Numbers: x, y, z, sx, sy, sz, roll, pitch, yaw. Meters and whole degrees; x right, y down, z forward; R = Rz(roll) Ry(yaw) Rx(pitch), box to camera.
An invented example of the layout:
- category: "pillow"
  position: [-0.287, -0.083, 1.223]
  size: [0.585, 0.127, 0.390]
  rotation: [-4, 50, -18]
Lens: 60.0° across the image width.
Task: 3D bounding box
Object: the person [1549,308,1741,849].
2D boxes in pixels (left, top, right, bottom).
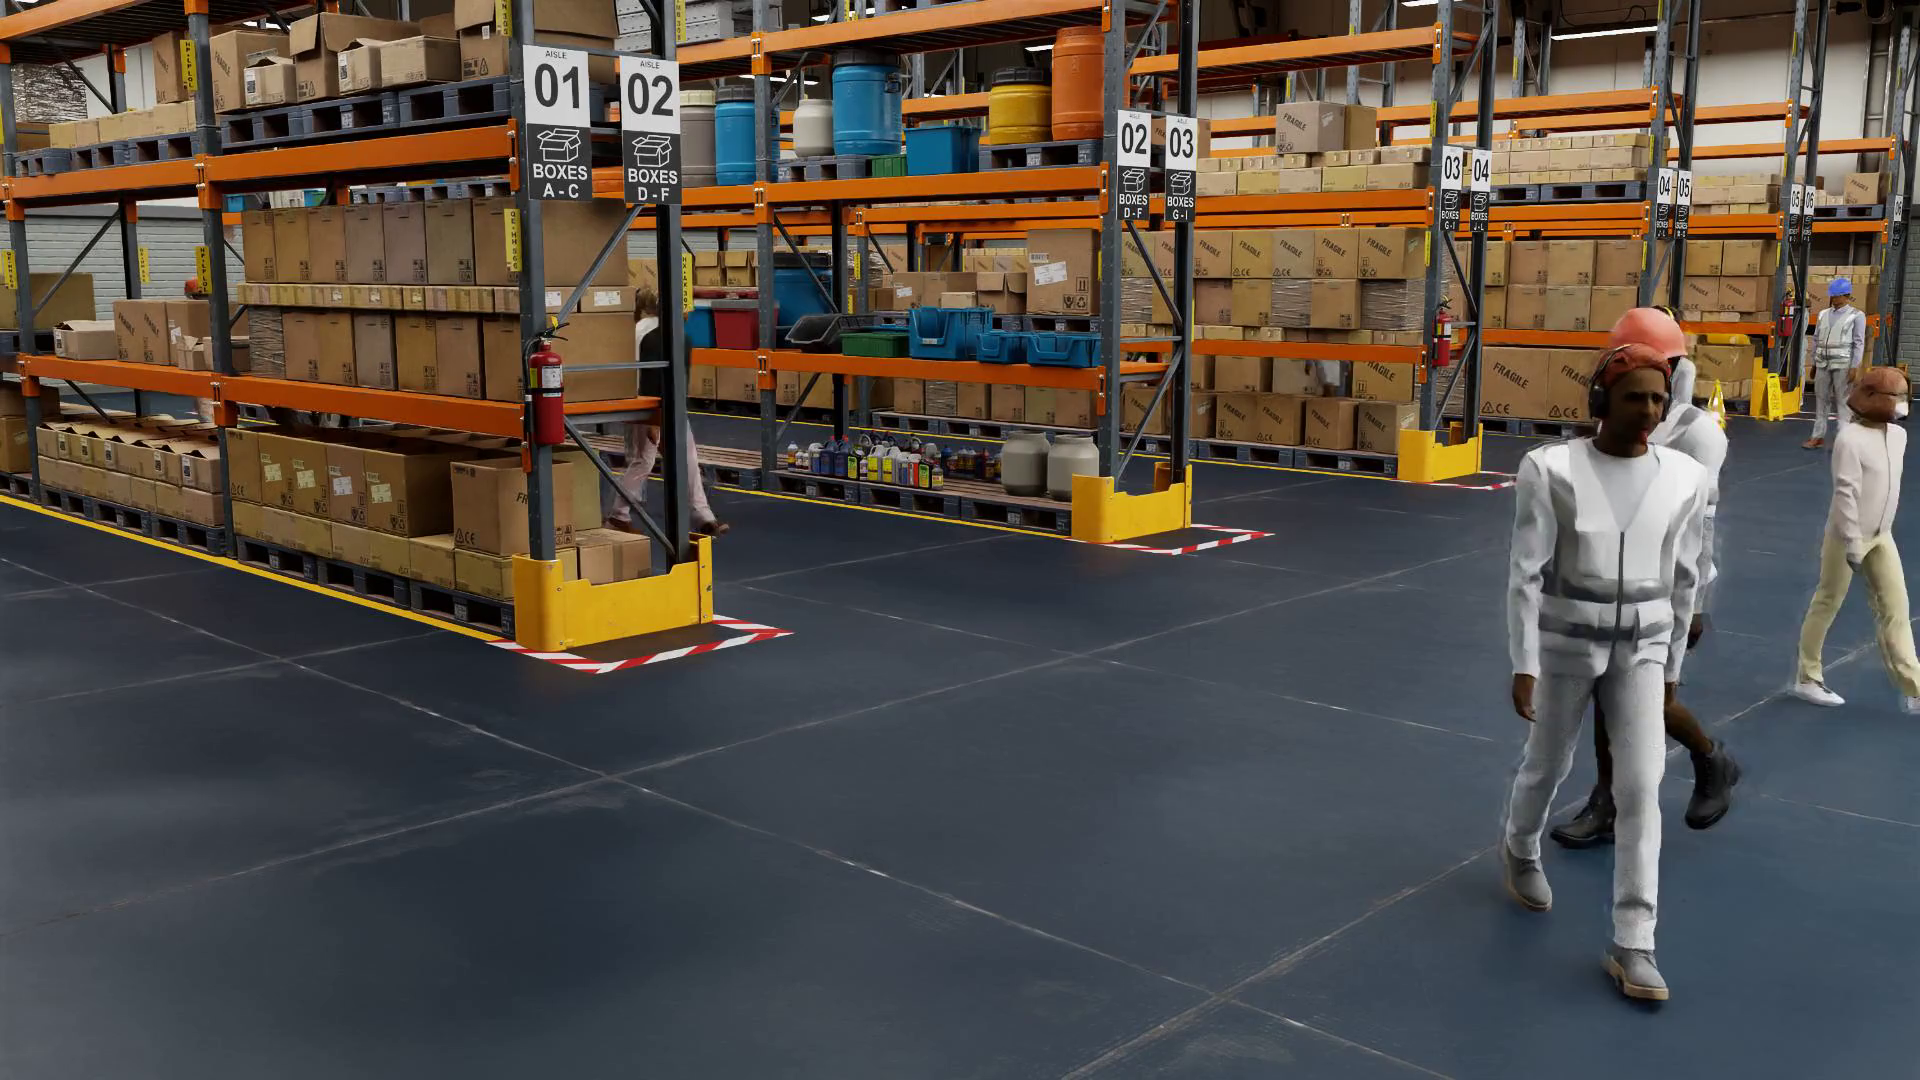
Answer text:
- category: "person"
  position: [2.450, 0.147, 5.862]
  size: [0.579, 1.919, 0.554]
  rotation: [-3, 10, -19]

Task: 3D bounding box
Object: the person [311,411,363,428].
- category: "person"
  position: [-5.563, -1.292, 14.937]
  size: [0.587, 1.833, 0.404]
  rotation: [-9, 13, -44]

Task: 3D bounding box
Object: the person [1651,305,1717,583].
- category: "person"
  position: [4.394, -0.545, 10.368]
  size: [0.941, 1.836, 0.530]
  rotation: [-3, 10, -20]

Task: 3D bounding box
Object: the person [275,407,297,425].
- category: "person"
  position: [-7.190, -1.735, 17.365]
  size: [0.930, 1.918, 0.626]
  rotation: [5, 10, 26]

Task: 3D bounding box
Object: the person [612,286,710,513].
- category: "person"
  position: [-2.546, -1.170, 13.975]
  size: [0.844, 1.913, 0.637]
  rotation: [6, 11, 31]

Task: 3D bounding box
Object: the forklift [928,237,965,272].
- category: "forklift"
  position: [-0.326, -5.817, 39.609]
  size: [1.129, 2.768, 1.873]
  rotation: [9, 13, 43]

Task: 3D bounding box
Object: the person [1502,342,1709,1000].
- category: "person"
  position: [1.896, 0.327, 4.994]
  size: [0.578, 1.850, 0.929]
  rotation: [1, 9, 4]

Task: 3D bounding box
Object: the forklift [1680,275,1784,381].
- category: "forklift"
  position: [12.480, -3.427, 27.053]
  size: [1.214, 2.155, 2.313]
  rotation: [9, 13, 43]

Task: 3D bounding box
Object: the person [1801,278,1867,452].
- category: "person"
  position: [9.903, -1.981, 18.828]
  size: [0.394, 1.943, 0.602]
  rotation: [-5, 10, -27]

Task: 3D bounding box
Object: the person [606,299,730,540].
- category: "person"
  position: [-2.240, -0.947, 12.535]
  size: [1.053, 1.932, 0.663]
  rotation: [5, 10, 28]

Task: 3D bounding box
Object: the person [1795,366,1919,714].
- category: "person"
  position: [4.223, 0.018, 7.594]
  size: [0.528, 1.595, 0.801]
  rotation: [-5, 10, -28]

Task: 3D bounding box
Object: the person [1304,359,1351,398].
- category: "person"
  position: [4.352, -2.141, 19.563]
  size: [0.631, 2.022, 0.468]
  rotation: [-6, 11, -34]

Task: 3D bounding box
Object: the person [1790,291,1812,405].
- category: "person"
  position: [12.667, -2.914, 25.161]
  size: [0.294, 1.744, 0.485]
  rotation: [4, 10, 24]

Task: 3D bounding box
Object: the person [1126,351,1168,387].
- category: "person"
  position: [2.575, -2.445, 22.152]
  size: [0.716, 1.781, 0.882]
  rotation: [1, 9, 4]

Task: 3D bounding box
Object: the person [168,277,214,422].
- category: "person"
  position: [-7.591, -1.623, 16.556]
  size: [0.919, 1.958, 0.638]
  rotation: [7, 11, 35]
